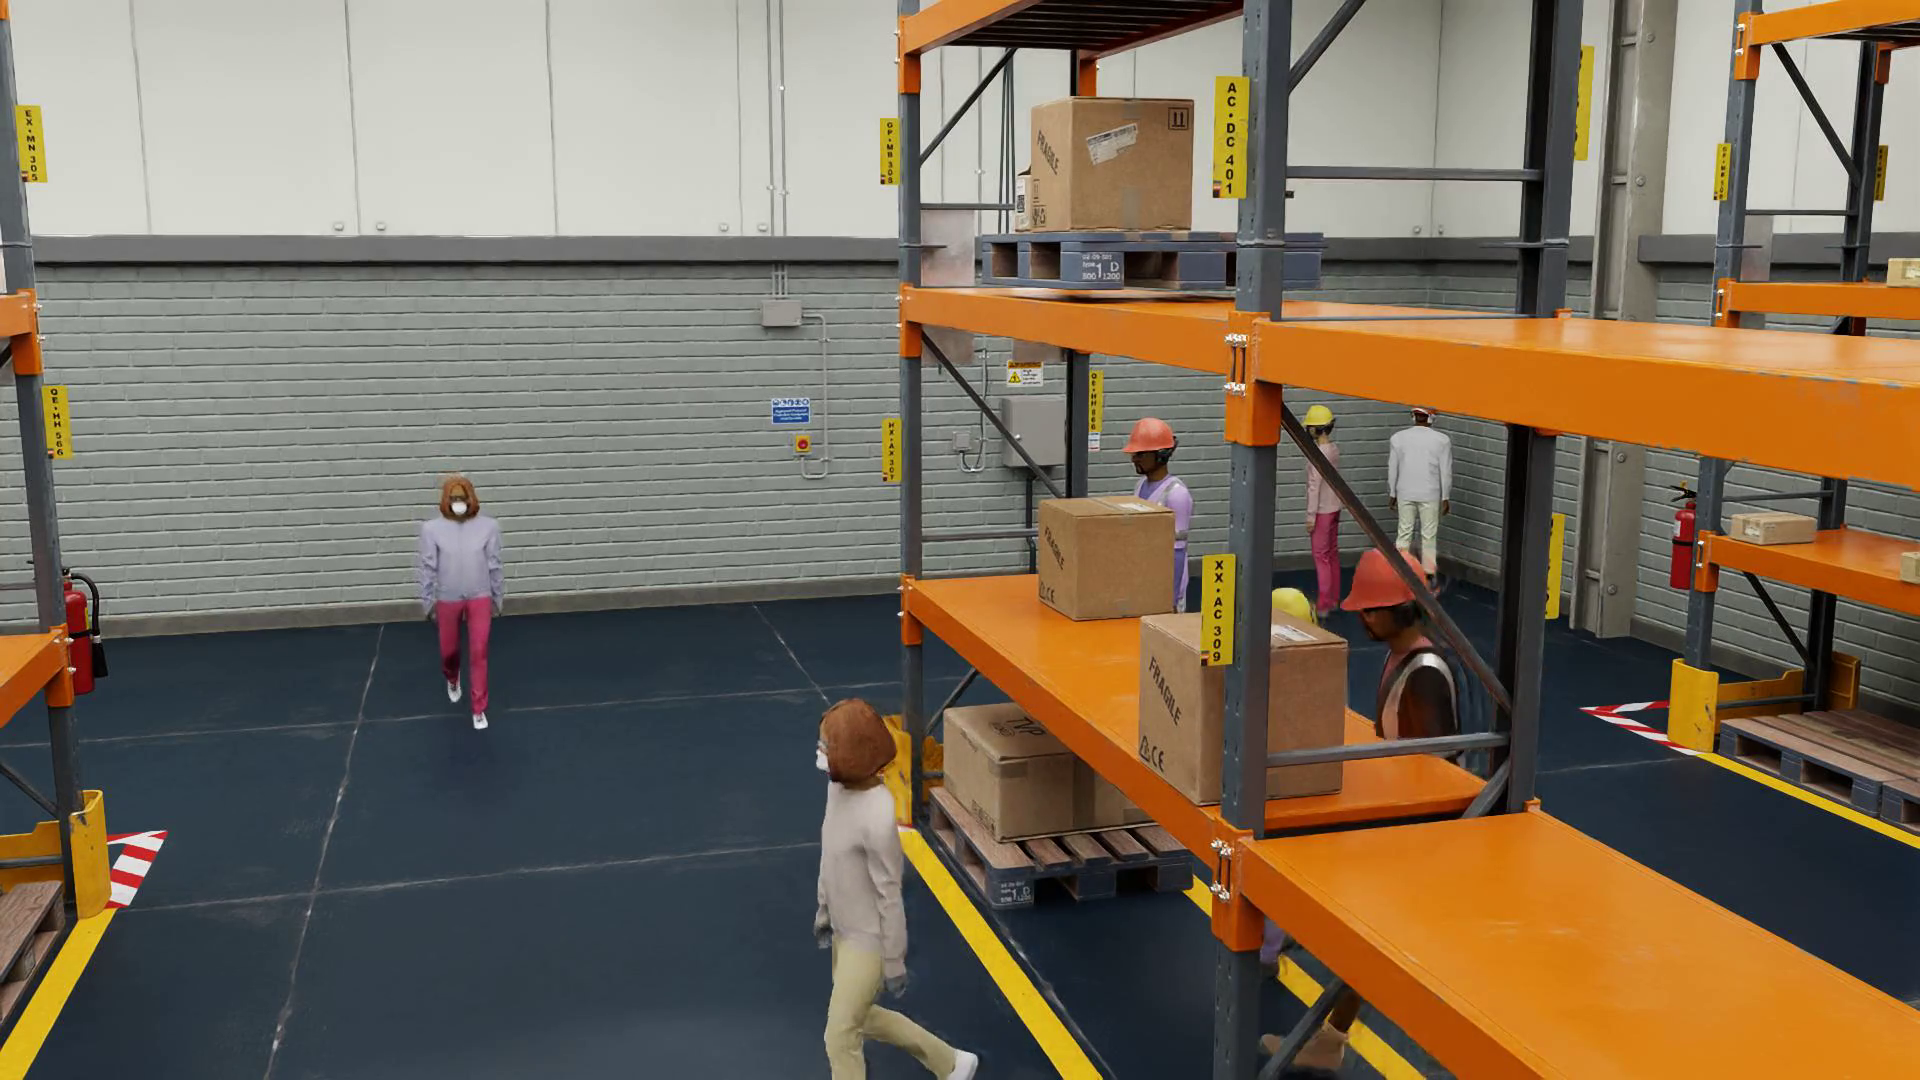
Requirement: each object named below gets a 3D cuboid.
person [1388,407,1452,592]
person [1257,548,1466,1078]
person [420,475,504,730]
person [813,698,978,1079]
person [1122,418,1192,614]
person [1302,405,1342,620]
[{"bbox_3d":[4.078,-0.413,14.740,0.565,1.750,0.341,7,12,33],"label":"person"},{"bbox_3d":[1.589,1.011,6.003,1.008,1.980,0.655,2,10,12],"label":"person"},{"bbox_3d":[-3.189,0.371,10.682,0.506,1.616,0.630,-3,10,-18],"label":"person"},{"bbox_3d":[-0.258,1.286,5.441,0.631,1.613,0.493,-3,10,-17],"label":"person"},{"bbox_3d":[1.163,0.279,10.020,0.406,2.036,0.601,-4,11,-19],"label":"person"},{"bbox_3d":[2.958,-0.230,13.702,0.349,1.758,0.521,5,11,28],"label":"person"}]
